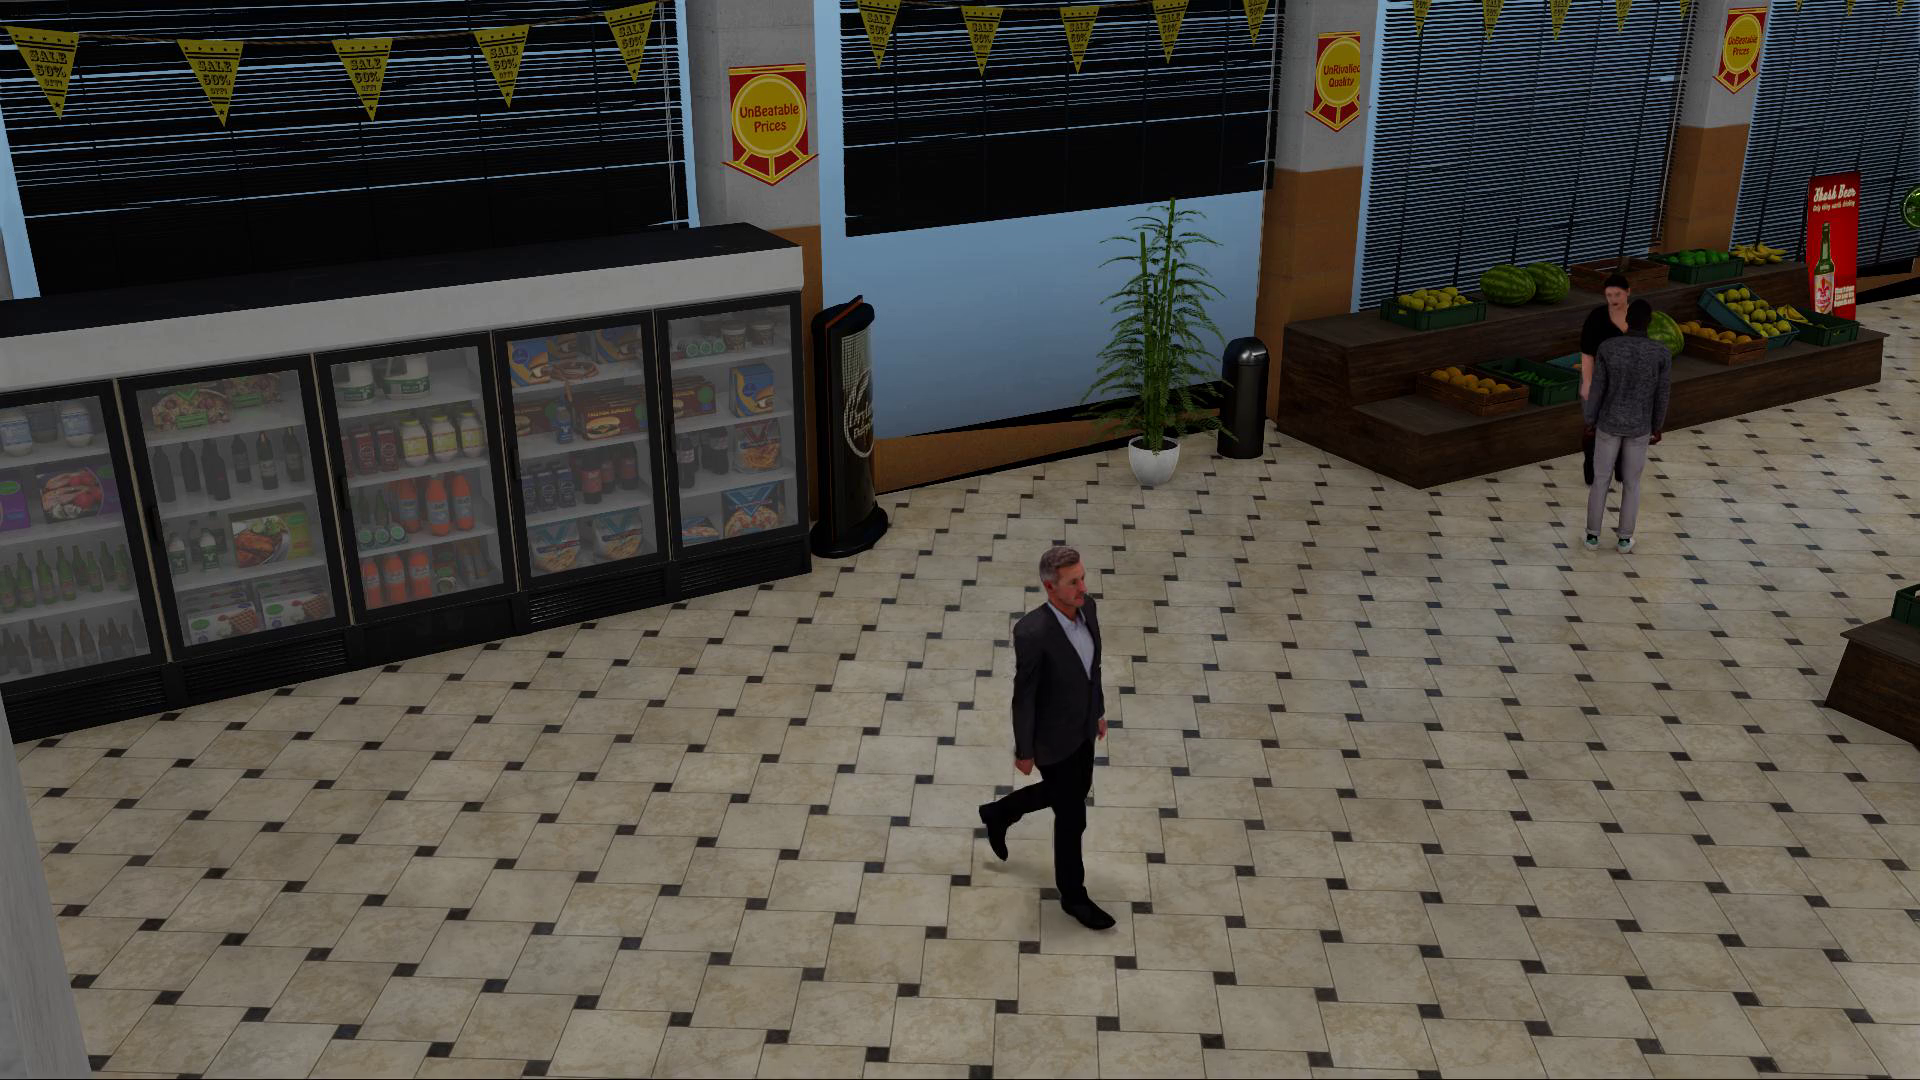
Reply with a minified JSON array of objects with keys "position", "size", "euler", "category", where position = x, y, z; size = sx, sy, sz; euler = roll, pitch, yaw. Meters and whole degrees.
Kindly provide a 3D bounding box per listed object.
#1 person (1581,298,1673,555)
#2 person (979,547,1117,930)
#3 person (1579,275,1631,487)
[{"position":[4.678,-0.804,11.722],"size":[0.753,1.837,0.790],"euler":[8,23,18],"category":"person"},{"position":[0.407,0.853,7.625],"size":[1.060,1.818,1.134],"euler":[15,26,33],"category":"person"},{"position":[5.053,-1.228,12.938],"size":[0.789,1.717,0.904],"euler":[-6,23,-15],"category":"person"}]
